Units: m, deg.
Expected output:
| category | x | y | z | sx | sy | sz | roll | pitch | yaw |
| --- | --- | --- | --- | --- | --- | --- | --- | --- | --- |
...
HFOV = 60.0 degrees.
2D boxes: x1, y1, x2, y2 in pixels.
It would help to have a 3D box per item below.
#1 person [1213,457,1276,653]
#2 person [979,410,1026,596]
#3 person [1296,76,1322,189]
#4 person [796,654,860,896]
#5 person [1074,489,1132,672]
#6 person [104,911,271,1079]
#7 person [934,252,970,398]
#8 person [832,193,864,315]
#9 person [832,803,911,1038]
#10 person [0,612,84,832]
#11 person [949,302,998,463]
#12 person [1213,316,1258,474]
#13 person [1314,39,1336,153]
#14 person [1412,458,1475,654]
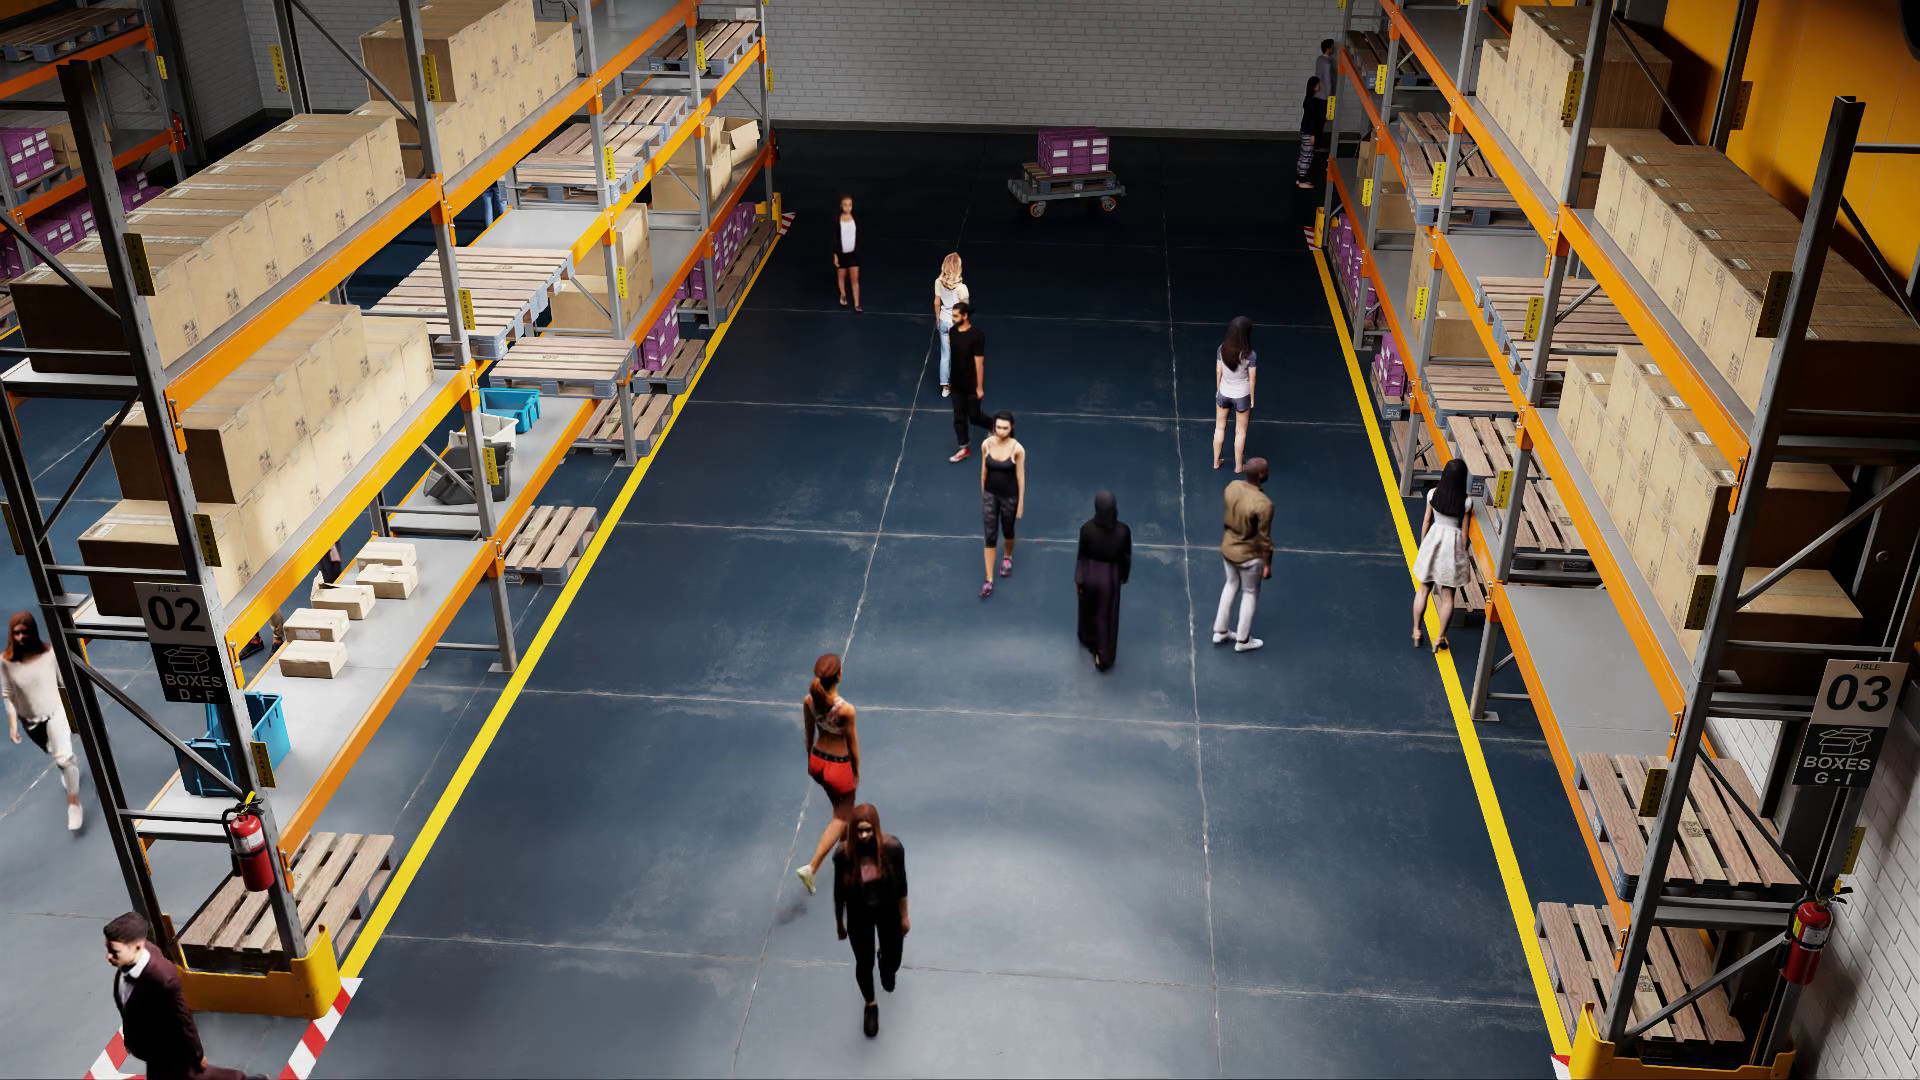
| category | x | y | z | sx | sy | sz | roll | pitch | yaw |
| --- | --- | --- | --- | --- | --- | --- | --- | --- | --- |
| person | 2.375 | 0.112 | 14.114 | 0.897 | 1.829 | 0.809 | -18 | 33 | -29 |
| person | 0.414 | -0.402 | 15.194 | 0.704 | 1.698 | 1.016 | 8 | 30 | 15 |
| person | 5.497 | -6.440 | 26.224 | 0.682 | 1.734 | 0.478 | 0 | 29 | 0 |
| person | -0.917 | 1.626 | 11.405 | 0.847 | 1.765 | 1.093 | 16 | 32 | 26 |
| person | 1.178 | 0.347 | 13.908 | 0.611 | 1.614 | 0.859 | 2 | 29 | 3 |
| person | -4.362 | 2.754 | 9.252 | 1.126 | 1.845 | 1.265 | 24 | 37 | 37 |
| person | -0.082 | -2.430 | 18.884 | 0.713 | 1.723 | 0.724 | 20 | 34 | 32 |
| person | -1.490 | -3.712 | 21.452 | 0.743 | 1.514 | 1.101 | -6 | 29 | -11 |
| person | -0.539 | 2.264 | 10.305 | 0.690 | 1.699 | 0.801 | -2 | 29 | -4 |
| person | -6.715 | 1.233 | 12.205 | 0.849 | 1.688 | 1.161 | -7 | 29 | -12 |
| person | 0.122 | -1.685 | 17.503 | 0.919 | 1.738 | 1.021 | 20 | 35 | 32 |
| person | 2.841 | -1.513 | 17.221 | 0.672 | 1.706 | 0.670 | 16 | 32 | 27 |
| person | 6.115 | -7.518 | 28.077 | 0.792 | 1.853 | 0.609 | -5 | 29 | -8 |
| person | 4.112 | 0.128 | 14.146 | 0.774 | 1.769 | 0.794 | 18 | 33 | 29 |
